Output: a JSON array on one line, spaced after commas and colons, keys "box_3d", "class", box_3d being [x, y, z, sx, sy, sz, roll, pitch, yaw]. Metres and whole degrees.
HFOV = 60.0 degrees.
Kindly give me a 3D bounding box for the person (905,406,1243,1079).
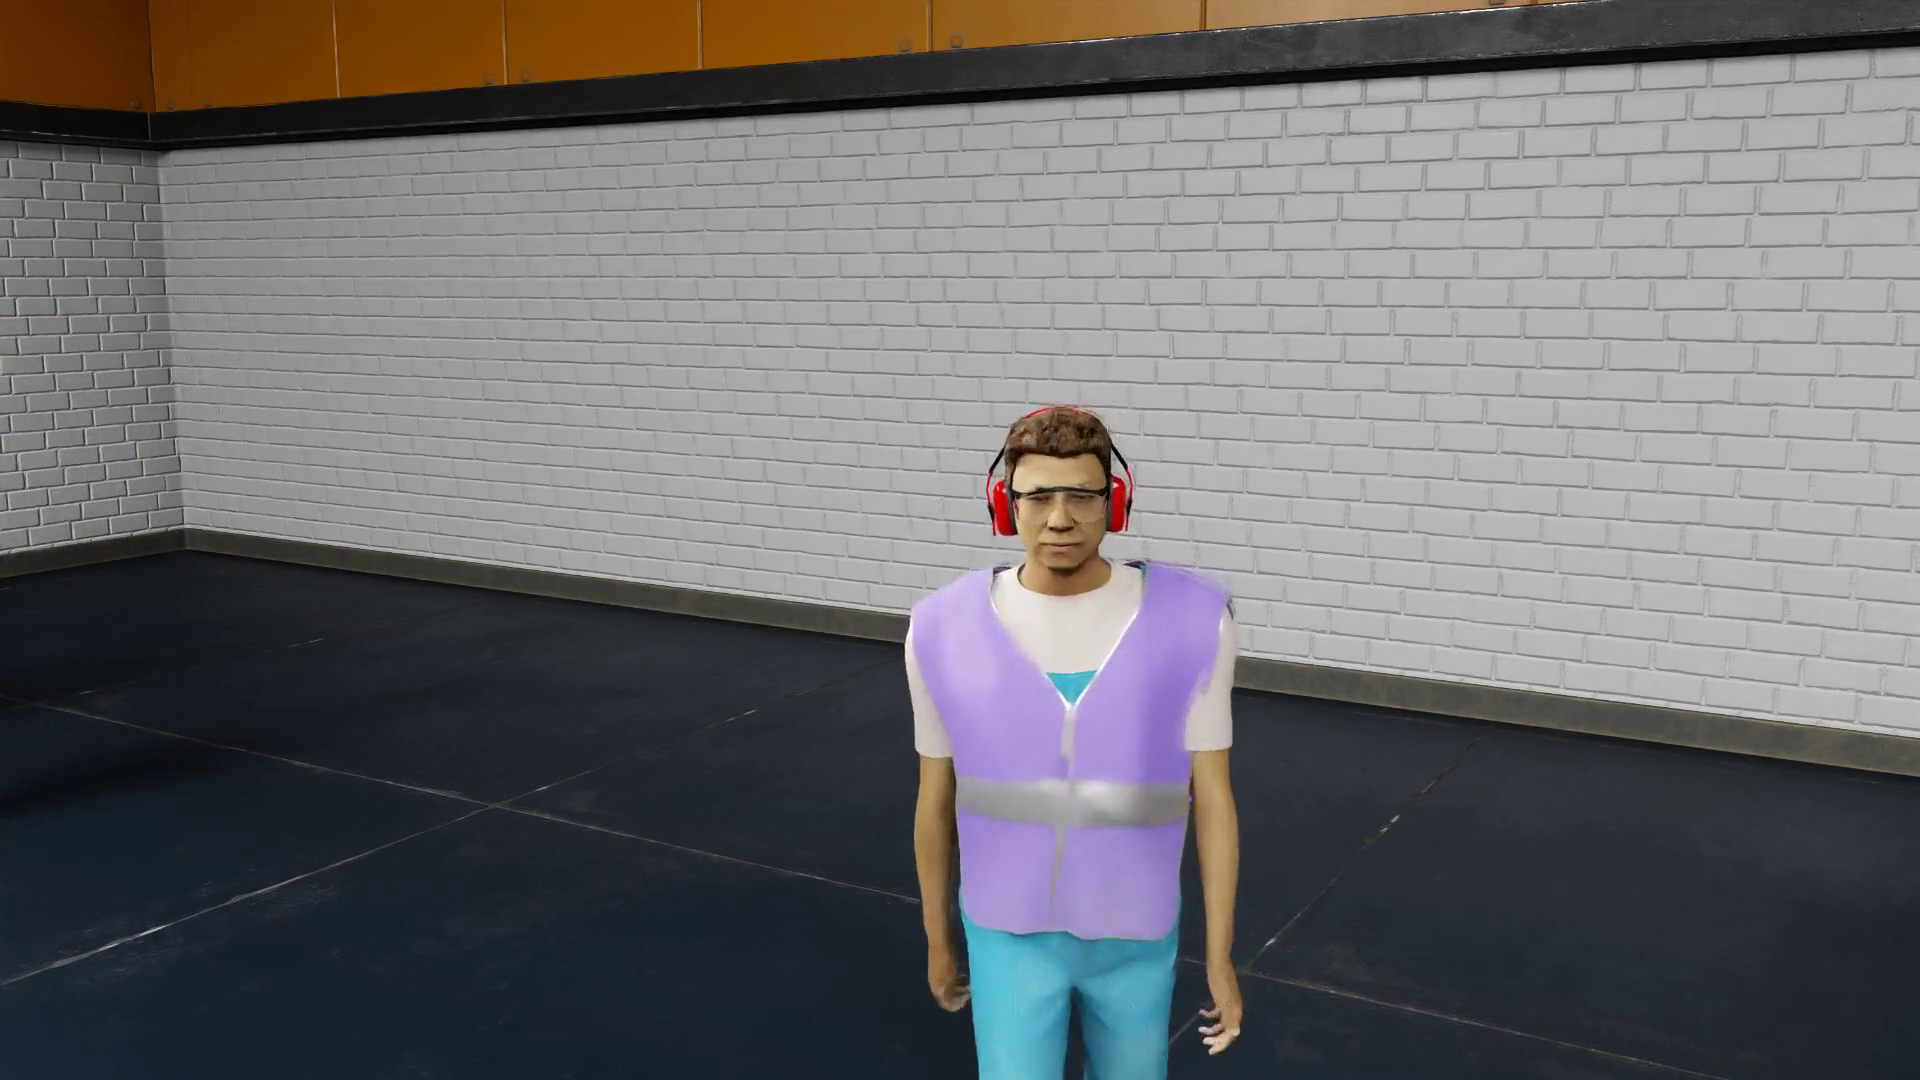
[{"box_3d": [0.192, 0.658, 2.934, 0.572, 1.818, 0.885, 0, 9, 1], "class": "person"}]
